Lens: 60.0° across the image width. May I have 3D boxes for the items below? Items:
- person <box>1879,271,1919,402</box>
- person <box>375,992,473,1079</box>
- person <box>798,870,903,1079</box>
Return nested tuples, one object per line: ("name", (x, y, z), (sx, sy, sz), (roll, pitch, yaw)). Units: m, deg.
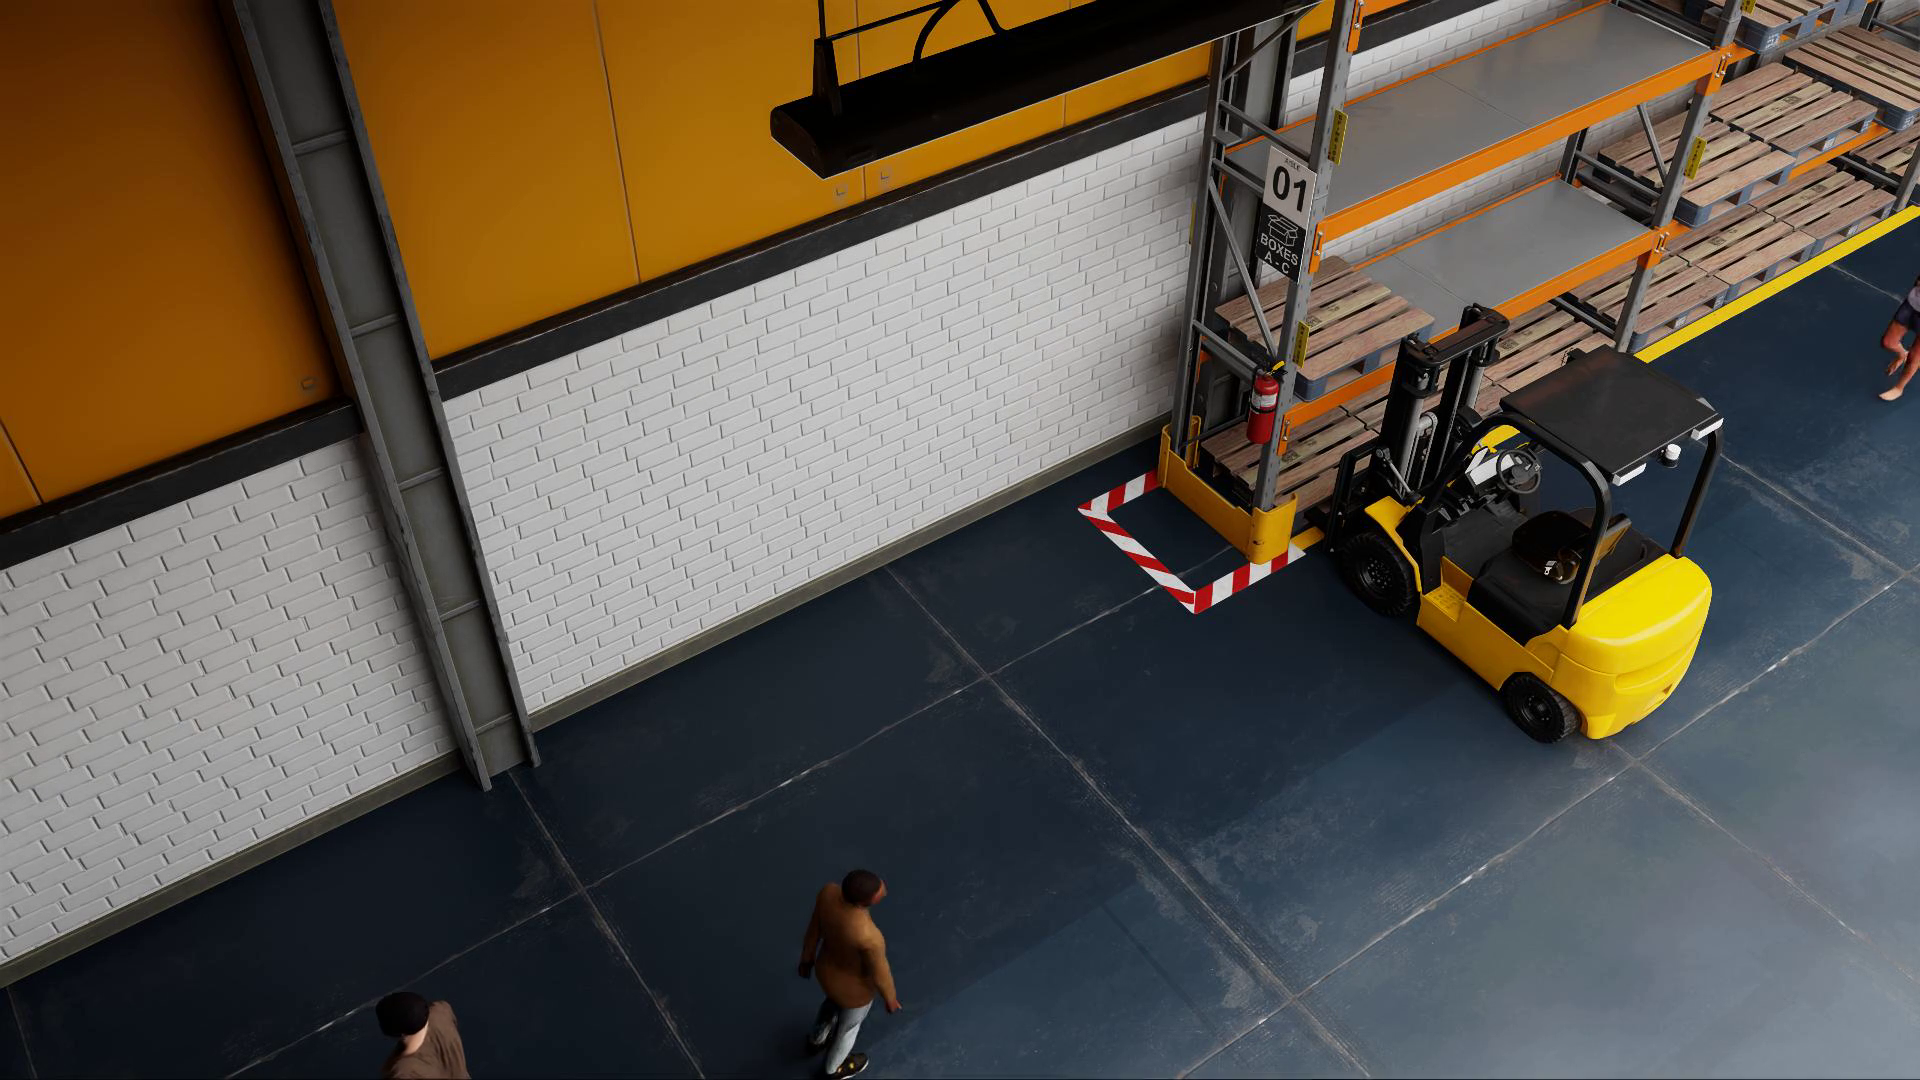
("person", (7.584, -1.811, 12.953), (0.668, 1.611, 0.581), (-23, 48, -22))
("person", (-2.507, 2.710, 8.009), (0.800, 1.887, 0.730), (9, 44, 9))
("person", (-0.641, 2.264, 8.552), (0.680, 1.782, 0.632), (30, 51, 27))
